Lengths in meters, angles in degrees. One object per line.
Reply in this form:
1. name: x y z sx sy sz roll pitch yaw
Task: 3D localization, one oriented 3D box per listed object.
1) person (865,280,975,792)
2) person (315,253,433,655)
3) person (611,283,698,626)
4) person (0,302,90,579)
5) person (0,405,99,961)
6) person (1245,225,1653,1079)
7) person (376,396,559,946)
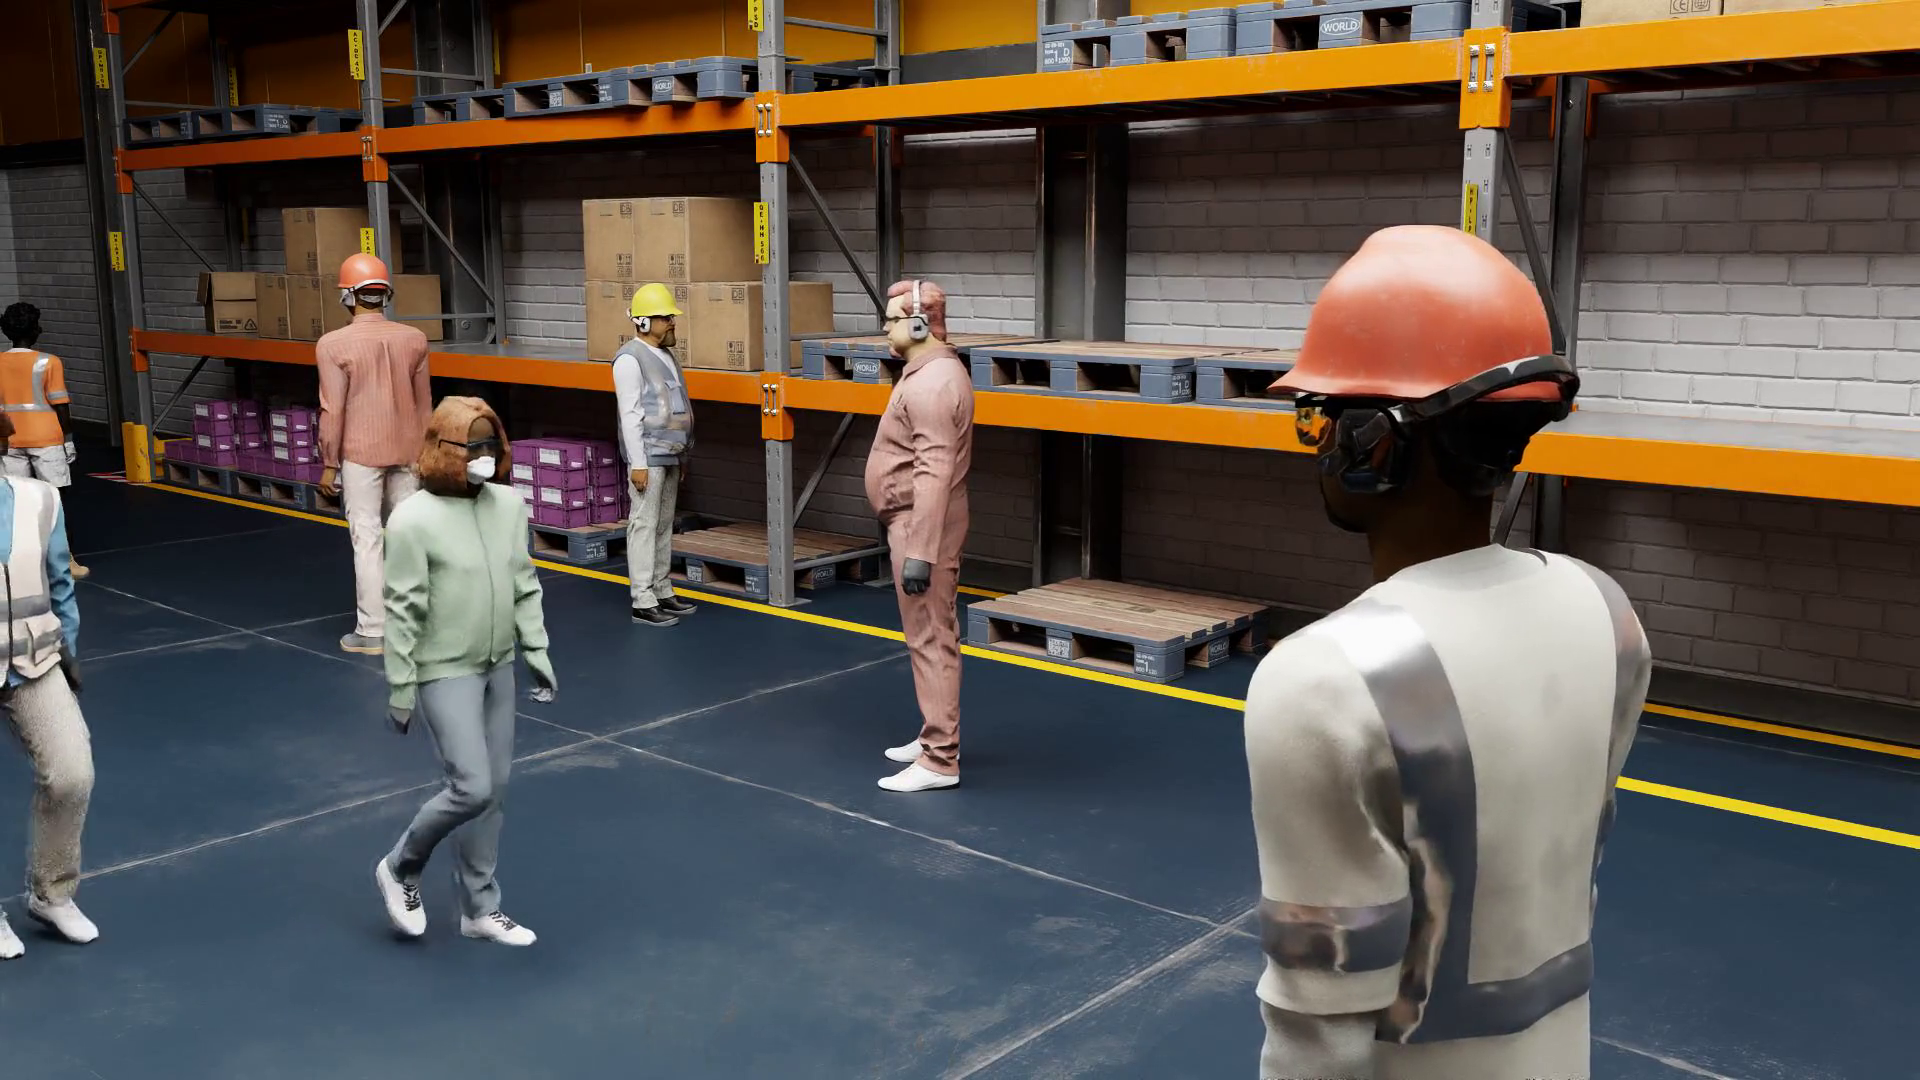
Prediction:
1. person: -0.153 -0.014 6.246 0.407 1.904 0.654 1 10 3
2. person: -2.921 -0.425 8.333 0.377 1.995 0.608 8 13 40
3. person: -1.637 -0.464 9.012 0.403 1.834 0.589 2 10 12
4. person: -5.619 -0.584 10.079 0.531 1.698 0.320 1 10 3
5. person: -2.699 0.402 4.667 0.483 1.619 0.546 7 12 33
6. person: 0.495 0.681 1.892 0.607 2.045 0.390 -9 13 -40
7. person: -1.428 0.389 4.780 0.408 1.616 0.497 5 11 25
